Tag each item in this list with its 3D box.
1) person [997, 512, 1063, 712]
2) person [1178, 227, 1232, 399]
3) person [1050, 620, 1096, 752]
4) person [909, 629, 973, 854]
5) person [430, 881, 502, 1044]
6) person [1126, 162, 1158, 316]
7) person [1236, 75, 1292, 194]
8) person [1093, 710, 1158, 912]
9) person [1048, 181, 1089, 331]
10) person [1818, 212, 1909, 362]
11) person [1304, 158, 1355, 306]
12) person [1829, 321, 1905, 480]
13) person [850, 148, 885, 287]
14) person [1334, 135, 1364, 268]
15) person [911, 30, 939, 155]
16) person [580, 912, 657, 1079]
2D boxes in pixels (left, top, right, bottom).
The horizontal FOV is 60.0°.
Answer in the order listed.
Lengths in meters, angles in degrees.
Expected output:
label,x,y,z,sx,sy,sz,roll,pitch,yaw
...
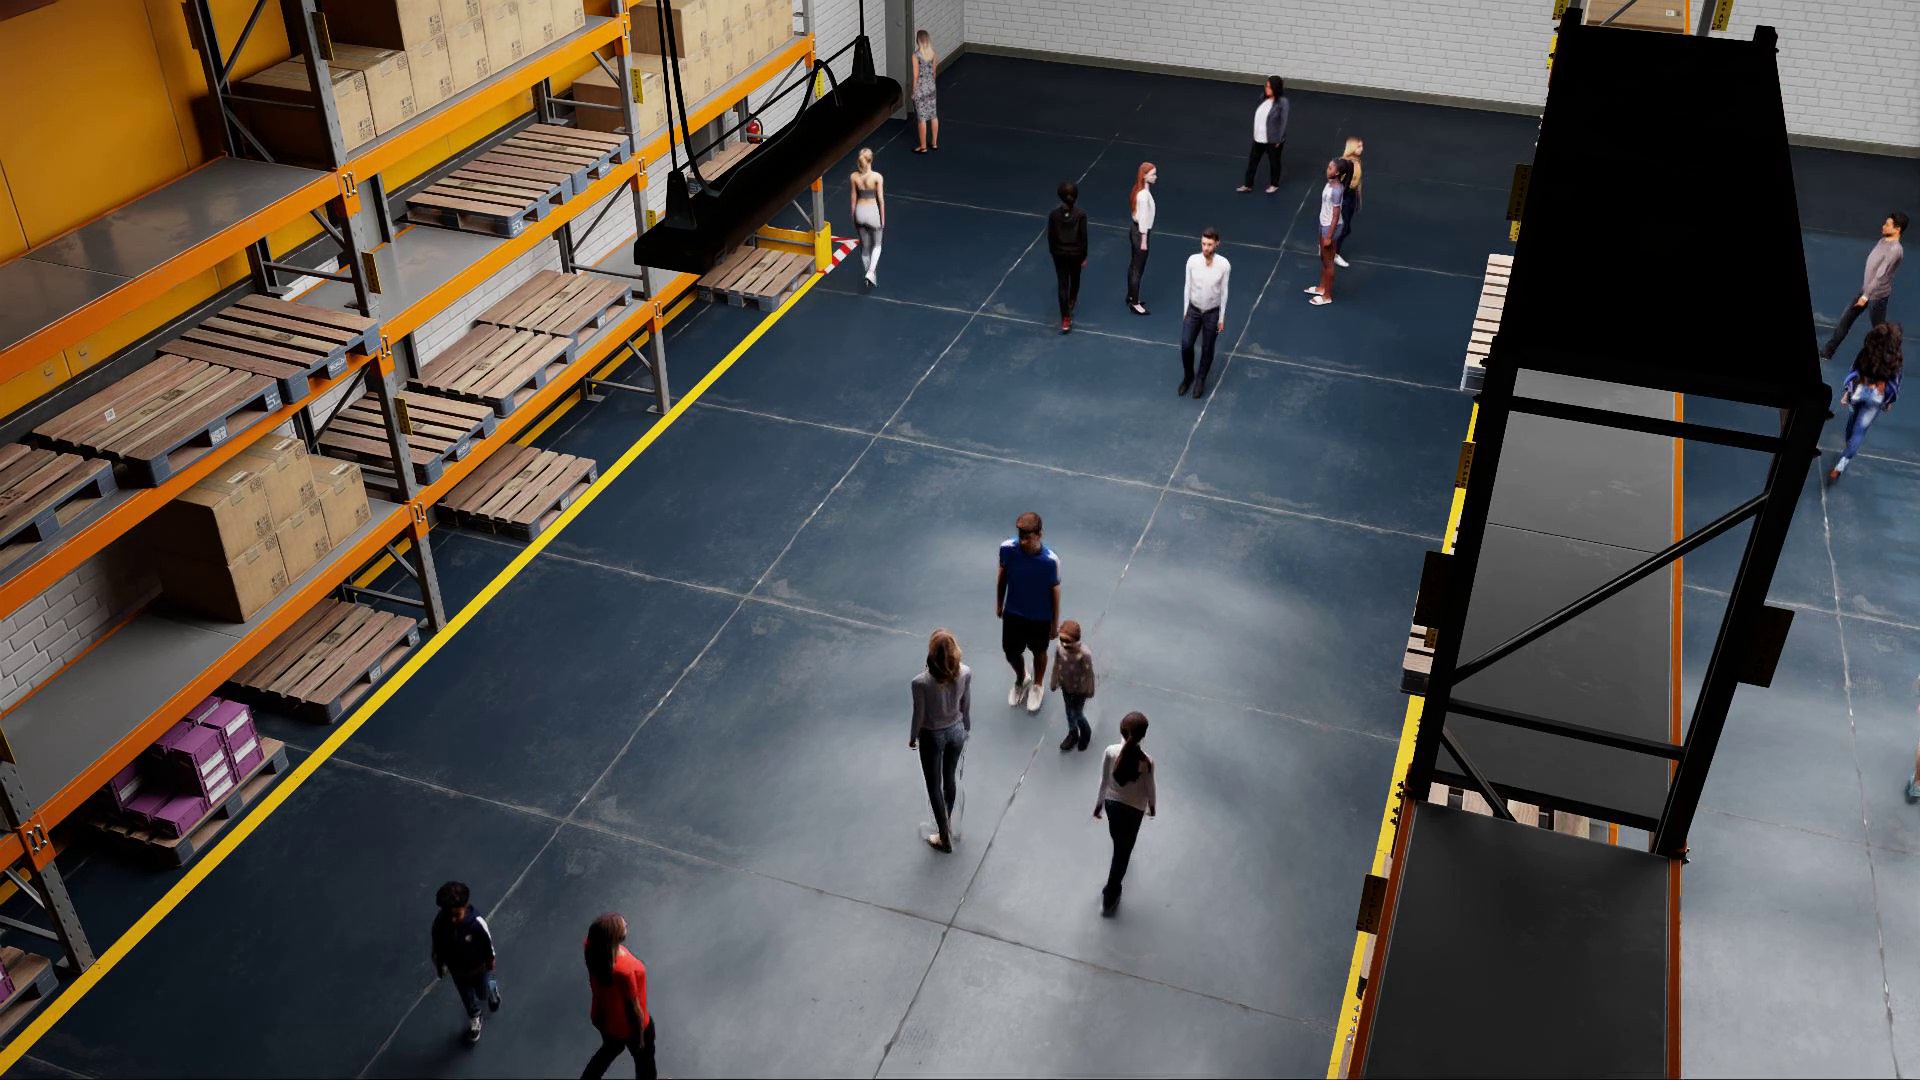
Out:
label,x,y,z,sx,sy,sz,roll,pitch,yaw
person,0.561,0.492,12.874,0.708,1.846,0.650,10,35,15
person,2.560,-2.395,17.209,0.618,1.854,0.638,10,35,14
person,0.893,1.065,12.609,0.550,1.184,0.577,19,38,26
person,-0.124,1.390,11.566,0.834,1.797,0.895,-15,36,-21
person,-3.062,2.561,10.329,0.626,1.216,0.696,-1,34,-1
person,2.042,-3.426,18.844,0.712,1.761,0.568,-2,34,-3
person,4.126,-5.320,21.864,0.893,1.573,1.011,29,43,36
person,1.066,1.847,11.124,0.598,1.524,0.987,14,36,21
person,1.190,-3.124,18.501,0.786,1.638,1.108,4,34,6
person,9.777,-2.587,17.612,0.863,1.728,1.120,-9,35,-14
person,4.241,-3.553,19.071,0.740,1.722,0.617,0,34,0
person,8.593,-1.292,15.794,0.889,1.583,1.139,26,42,33
person,-1.097,-3.700,19.318,0.647,1.692,0.836,5,34,8
person,4.553,-4.079,19.953,0.676,1.622,0.764,-29,43,-36
person,-0.488,-6.232,23.117,0.594,1.704,0.700,-24,40,-31
person,-2.027,2.803,9.551,0.816,1.675,1.027,27,42,34
